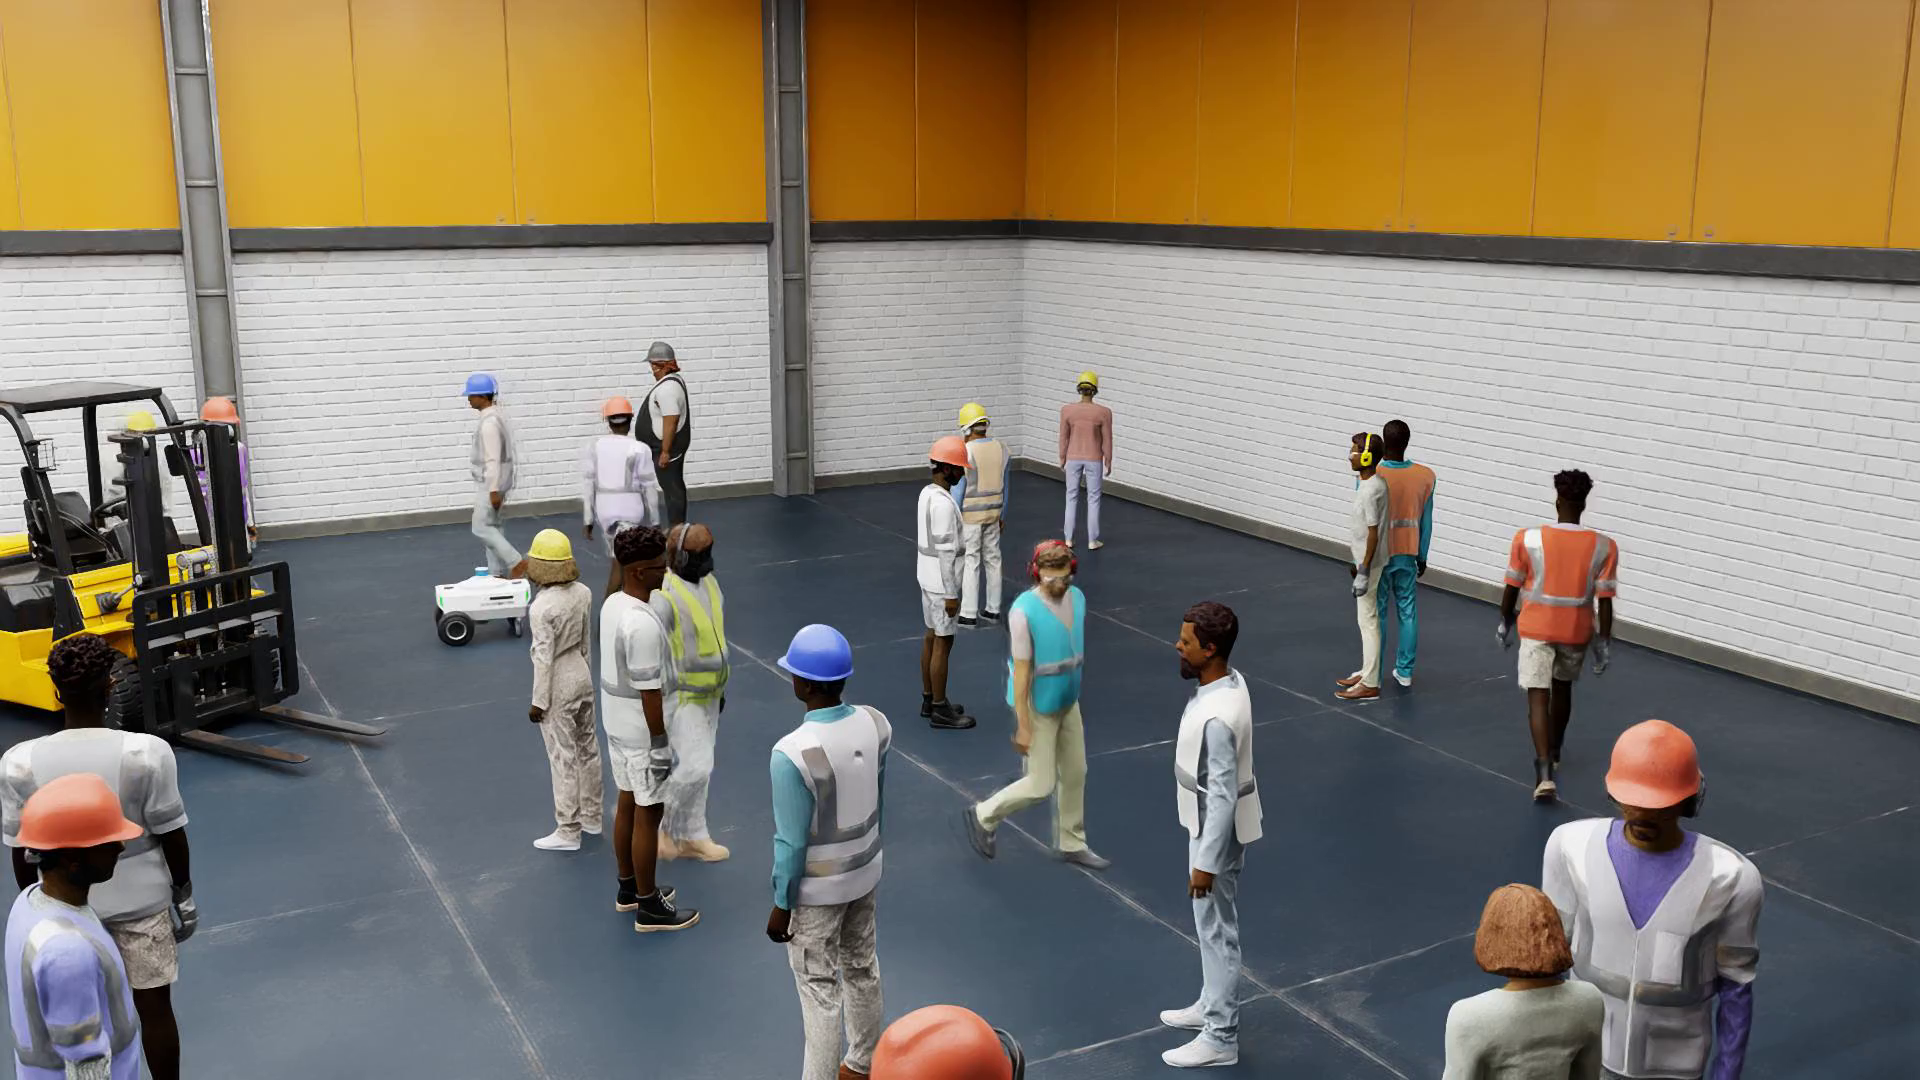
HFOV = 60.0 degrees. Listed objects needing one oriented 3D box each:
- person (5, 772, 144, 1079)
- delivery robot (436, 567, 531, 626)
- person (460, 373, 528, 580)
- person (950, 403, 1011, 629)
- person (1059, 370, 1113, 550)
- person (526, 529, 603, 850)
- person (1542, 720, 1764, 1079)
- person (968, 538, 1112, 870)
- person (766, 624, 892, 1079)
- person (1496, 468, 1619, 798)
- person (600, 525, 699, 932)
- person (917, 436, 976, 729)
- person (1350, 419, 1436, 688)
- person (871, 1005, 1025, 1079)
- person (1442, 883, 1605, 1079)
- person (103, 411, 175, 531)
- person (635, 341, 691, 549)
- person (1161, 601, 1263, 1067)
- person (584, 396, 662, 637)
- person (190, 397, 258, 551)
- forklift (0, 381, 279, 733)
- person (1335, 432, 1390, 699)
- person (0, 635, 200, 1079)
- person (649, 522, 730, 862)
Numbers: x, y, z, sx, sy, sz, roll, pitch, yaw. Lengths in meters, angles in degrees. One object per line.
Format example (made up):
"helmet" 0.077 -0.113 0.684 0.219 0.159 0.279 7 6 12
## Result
"person" -2.457 1.594 4.741 0.378 1.932 0.551 -9 15 -36
"delivery robot" -3.748 0.458 13.101 0.707 0.478 0.477 -4 13 -19
"person" -4.098 -0.500 14.568 0.468 1.926 0.633 -2 12 -11
"person" 0.129 -0.194 13.387 0.588 1.823 0.403 -9 15 -38
"person" 1.230 -0.776 16.276 0.532 1.758 0.345 3 12 15
"person" -2.148 0.798 8.923 0.301 1.745 0.483 5 13 20
"person" 1.983 1.504 4.913 0.615 2.038 0.396 7 14 30
"person" 0.389 0.845 8.547 0.629 1.812 0.608 9 15 36
"person" -0.497 1.263 6.254 0.384 1.951 0.605 8 14 32
"person" 3.514 0.532 9.781 0.610 1.916 1.023 2 12 7
"person" -1.517 0.892 7.958 0.365 1.965 0.608 -6 14 -28
"person" -0.093 0.276 10.933 0.367 1.930 0.542 -3 12 -13
"person" 3.050 0.104 11.761 0.593 1.920 0.391 -3 12 -12
"person" -0.016 1.854 3.290 0.390 2.034 0.605 -8 14 -32
"person" 1.562 1.758 4.705 0.505 1.627 0.277 -3 13 -16
"person" -6.819 -0.221 13.755 0.844 1.719 0.527 6 13 26
"person" -2.919 -0.936 16.346 0.535 2.000 0.684 -1 12 -3
"person" 1.023 1.182 6.708 0.392 1.920 0.587 2 12 9
"person" -2.672 -0.201 13.293 0.585 1.869 0.957 3 12 15
"person" -5.671 -0.142 12.870 0.353 1.939 0.544 4 13 20
"forklift" -5.853 0.085 11.199 2.313 2.155 1.214 7 14 28
"person" 2.799 0.181 11.514 0.334 1.873 0.517 4 13 18
"person" -3.098 1.299 6.048 0.605 1.966 0.367 -3 12 -12
"person" -1.408 0.806 8.661 0.438 1.830 0.637 4 13 20
